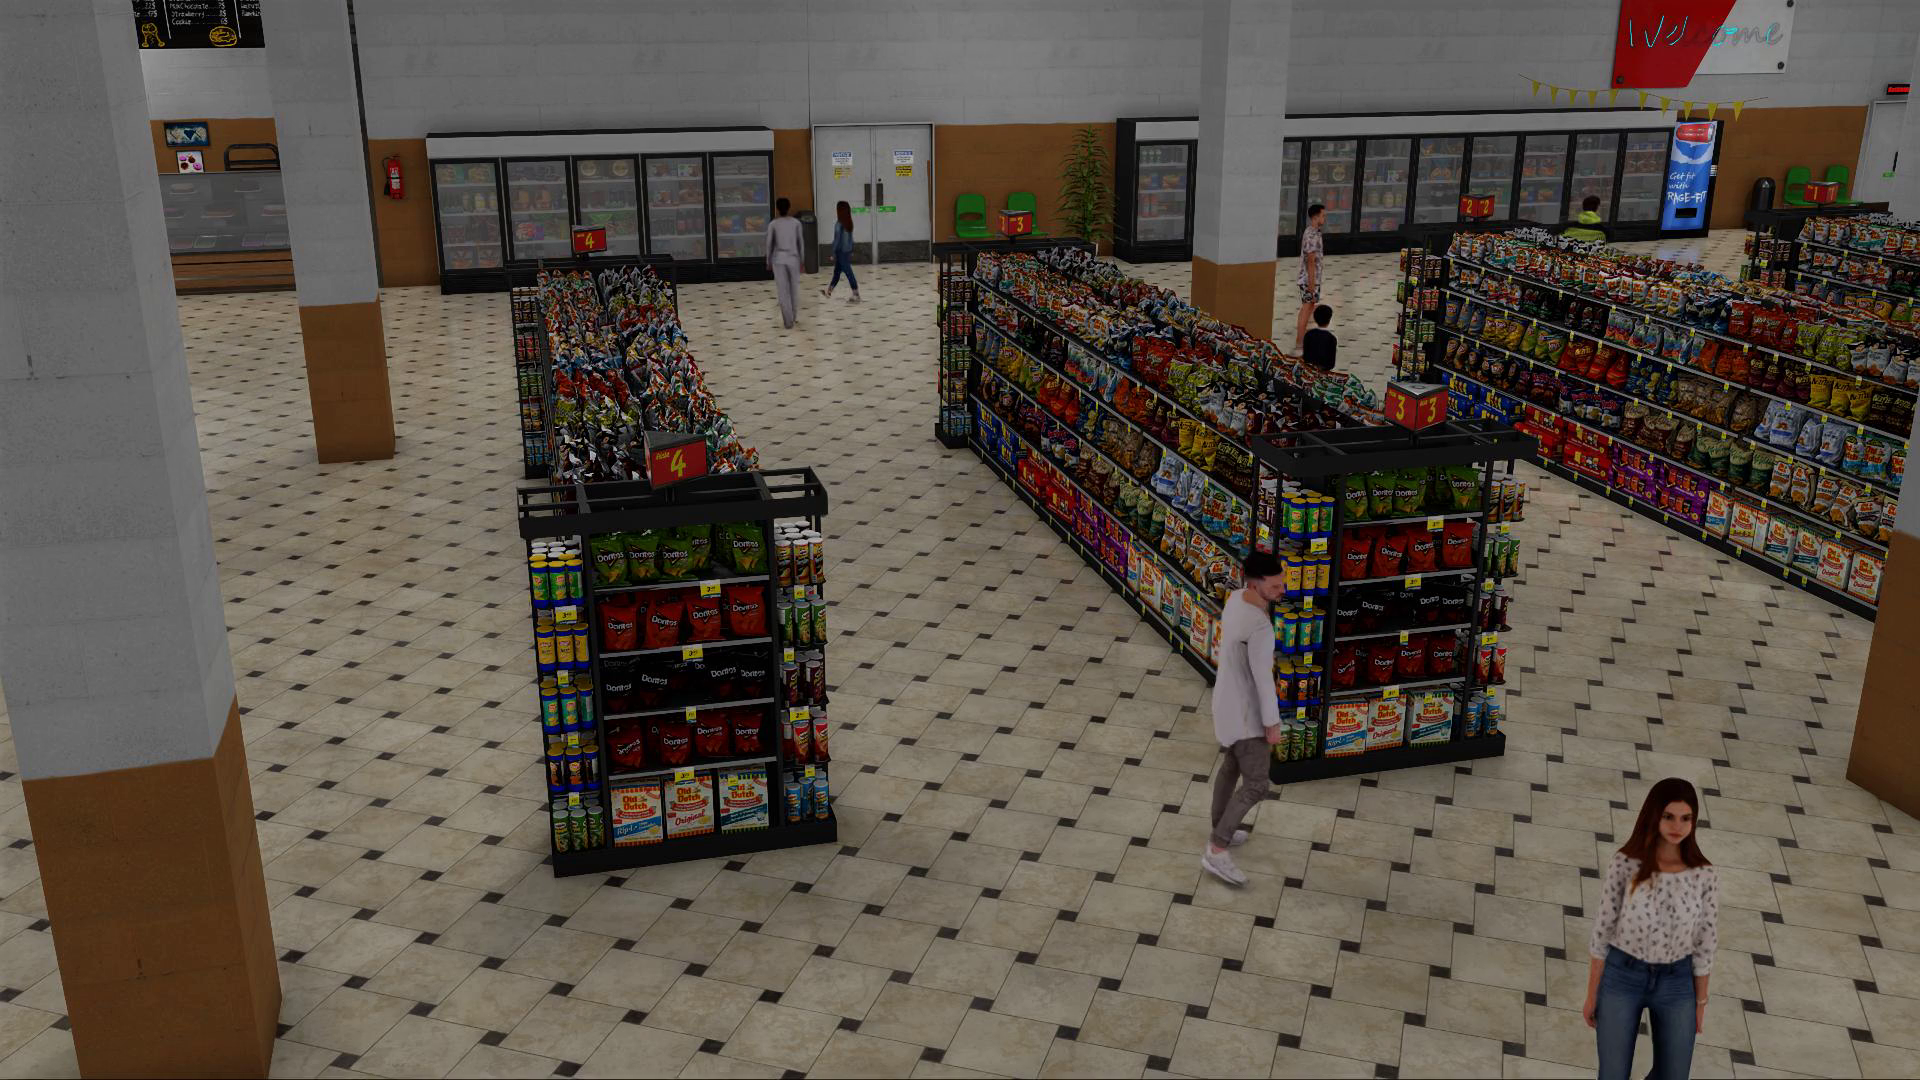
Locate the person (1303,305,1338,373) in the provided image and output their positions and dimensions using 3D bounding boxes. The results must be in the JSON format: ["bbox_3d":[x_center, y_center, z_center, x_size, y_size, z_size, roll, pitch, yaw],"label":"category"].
[{"bbox_3d":[3.819,-1.896,17.784,0.650,1.220,0.712,8,20,23],"label":"person"}]

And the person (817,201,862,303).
[{"bbox_3d":[-1.619,-4.153,24.120,0.962,1.449,0.974,6,20,18],"label":"person"}]

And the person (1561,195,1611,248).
[{"bbox_3d":[7.686,-3.285,20.744,1.123,1.962,1.169,14,23,36],"label":"person"}]

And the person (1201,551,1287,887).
[{"bbox_3d":[1.466,0.887,8.615,0.841,1.806,0.593,-7,20,-21],"label":"person"}]

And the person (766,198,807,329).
[{"bbox_3d":[-2.330,-3.712,22.407,0.669,1.708,0.952,-4,19,-12],"label":"person"}]

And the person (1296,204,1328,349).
[{"bbox_3d":[4.457,-3.317,21.271,0.792,1.686,0.643,2,19,7],"label":"person"}]

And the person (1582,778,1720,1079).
[{"bbox_3d":[2.627,1.687,6.377,0.853,1.719,0.963,6,20,18],"label":"person"}]
